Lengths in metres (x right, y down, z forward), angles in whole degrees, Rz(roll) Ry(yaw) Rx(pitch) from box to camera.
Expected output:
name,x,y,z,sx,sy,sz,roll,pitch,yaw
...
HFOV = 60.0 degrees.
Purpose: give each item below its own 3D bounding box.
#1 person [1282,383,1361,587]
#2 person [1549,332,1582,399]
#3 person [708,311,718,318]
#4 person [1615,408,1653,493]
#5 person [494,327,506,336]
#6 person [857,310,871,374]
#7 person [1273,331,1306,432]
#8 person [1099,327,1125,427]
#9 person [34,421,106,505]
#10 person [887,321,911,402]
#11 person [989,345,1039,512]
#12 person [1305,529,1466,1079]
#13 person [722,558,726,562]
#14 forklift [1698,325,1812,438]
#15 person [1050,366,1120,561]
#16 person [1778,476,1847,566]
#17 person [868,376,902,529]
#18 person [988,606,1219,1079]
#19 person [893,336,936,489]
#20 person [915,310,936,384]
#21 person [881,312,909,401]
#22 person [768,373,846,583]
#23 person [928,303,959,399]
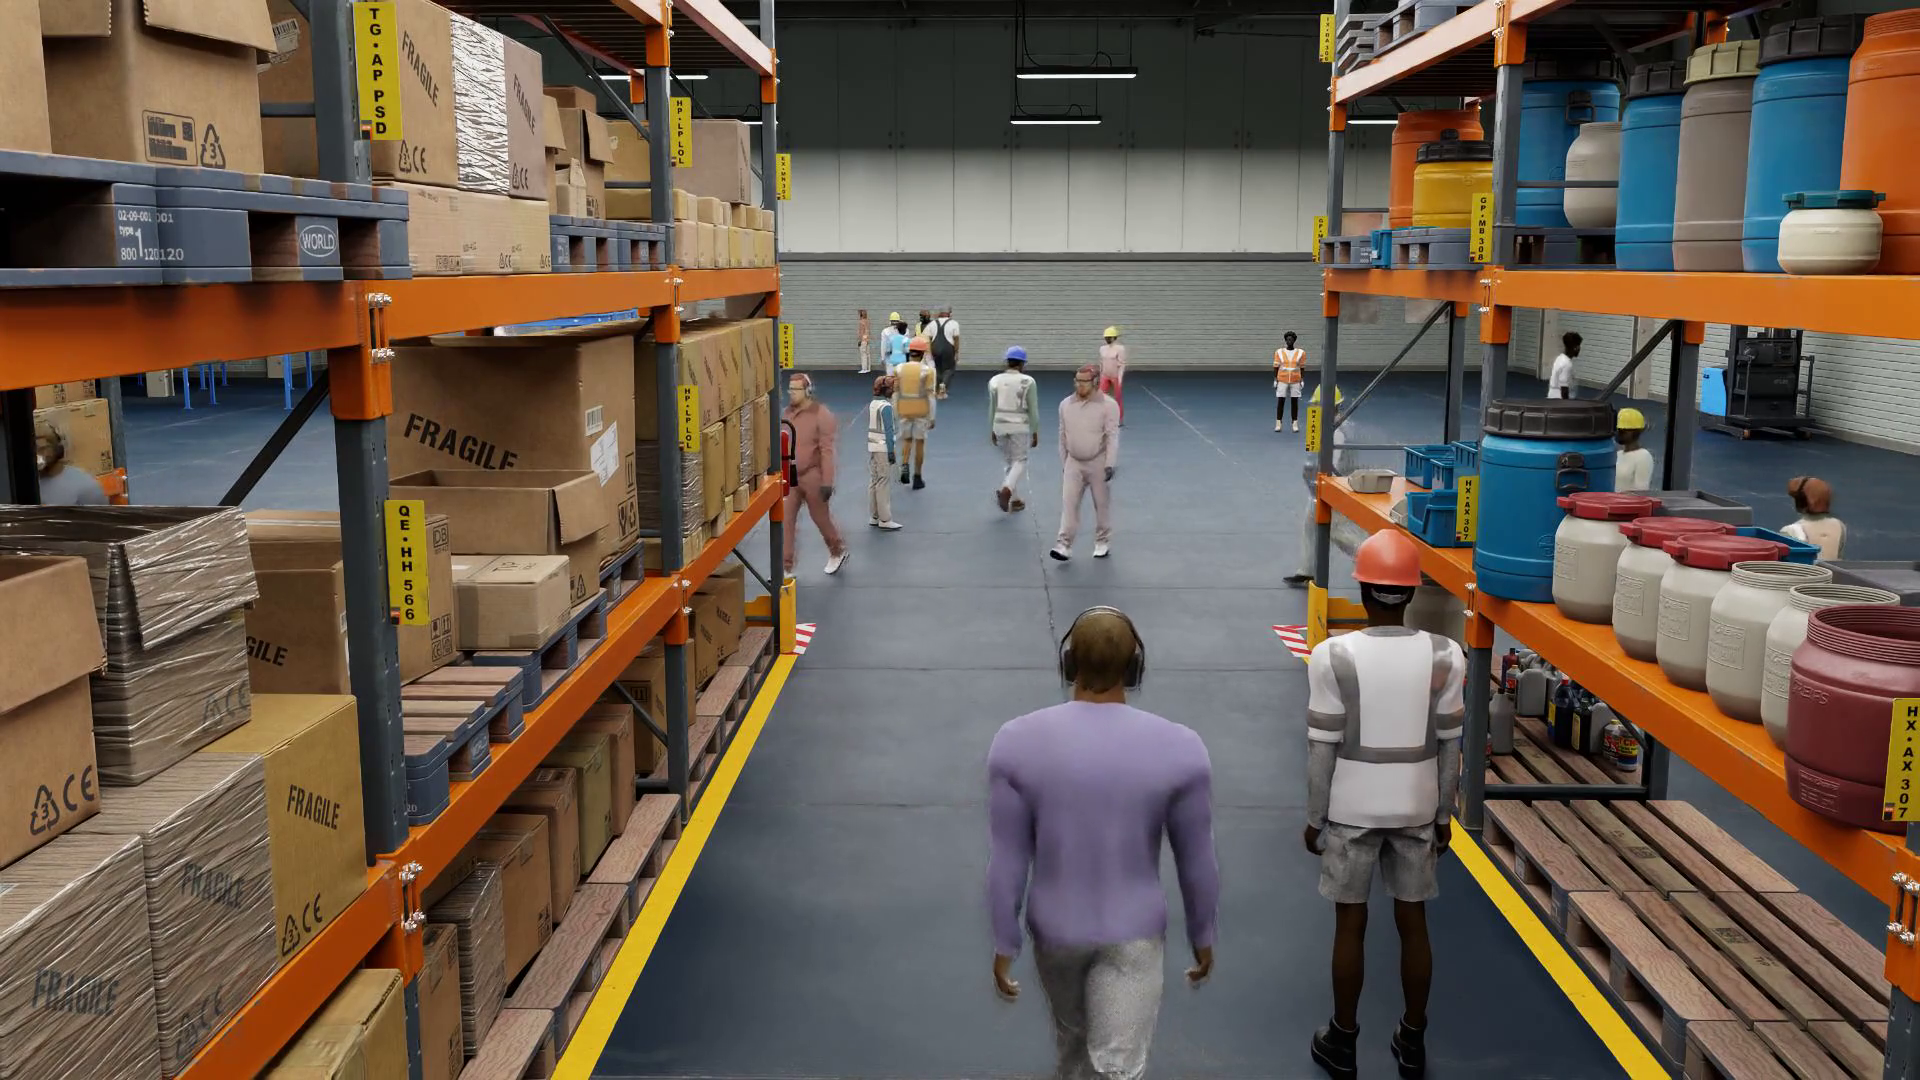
name,x,y,z,sx,sy,sz,roll,pitch,yaw
person,3.288,-0.472,14.557,0.771,1.811,0.586,1,10,5
person,8.057,-1.833,22.403,0.510,1.929,0.752,1,10,9
person,-5.353,-4.113,36.469,0.776,1.796,0.540,-3,10,-16
person,5.273,-0.175,13.016,0.860,1.734,0.522,-2,10,-12
person,-8.915,-3.376,31.691,1.007,1.891,0.657,-2,10,-14
person,-2.485,-5.124,42.932,0.313,1.639,0.517,4,10,22
person,5.560,-2.676,28.099,0.541,1.695,0.315,1,10,8
person,2.573,-2.795,28.727,0.545,1.727,0.817,7,12,36
person,-5.363,0.269,9.790,0.662,1.917,0.701,1,10,4
person,-1.266,-3.581,33.623,0.566,1.668,0.787,6,11,30
person,0.575,-1.251,18.946,0.620,1.916,0.764,5,11,28
person,1.463,0.924,5.816,0.543,1.939,0.356,0,9,-2
person,-2.492,-0.697,15.655,0.558,1.891,0.628,5,11,30
forklift,13.248,-3.165,27.620,1.129,2.768,1.873,0,9,1
person,1.189,-0.720,15.903,0.656,1.858,0.992,4,10,24
person,5.001,0.411,9.926,0.519,1.594,0.862,-3,10,-16
person,-0.835,-0.945,17.914,0.314,1.636,0.514,-4,10,-22
person,0.407,1.124,4.788,0.651,1.890,1.033,2,10,12
person,-0.565,-1.619,21.096,0.575,1.918,0.402,3,10,17
person,-0.736,-4.031,35.794,0.625,1.840,0.430,7,12,37
person,-1.341,-3.784,34.331,0.600,1.832,0.404,-2,10,-13
person,-1.380,-0.584,15.063,0.651,1.870,0.936,6,11,31
person,-0.336,-3.942,34.786,0.699,2.000,0.682,4,10,25
